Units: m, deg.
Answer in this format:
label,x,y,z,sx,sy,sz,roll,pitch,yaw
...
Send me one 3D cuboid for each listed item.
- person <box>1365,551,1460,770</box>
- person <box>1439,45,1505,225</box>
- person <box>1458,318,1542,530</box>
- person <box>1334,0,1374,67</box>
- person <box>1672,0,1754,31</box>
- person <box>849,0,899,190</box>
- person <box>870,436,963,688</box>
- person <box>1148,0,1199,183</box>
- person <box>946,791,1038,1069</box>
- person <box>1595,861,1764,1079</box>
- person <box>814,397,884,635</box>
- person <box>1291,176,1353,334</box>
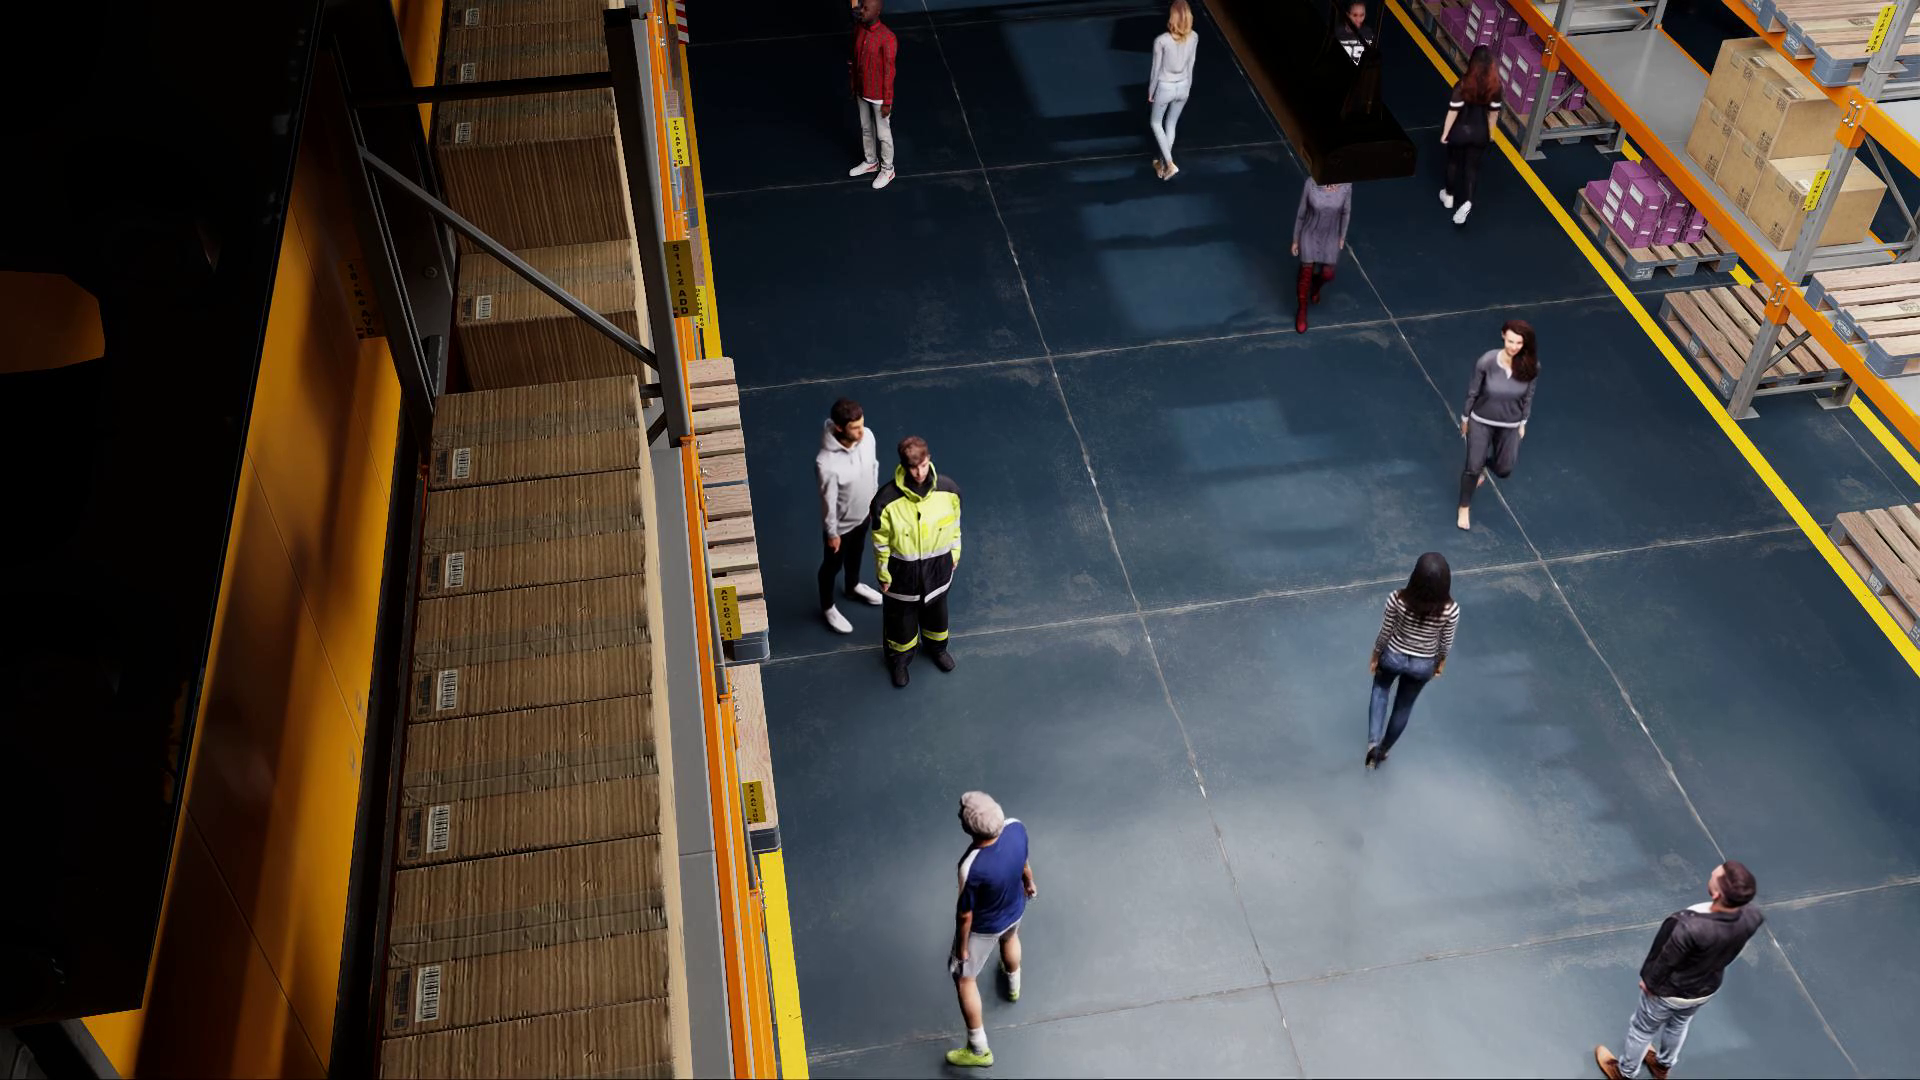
label,x,y,z,sx,sy,sz,roll,pitch,yaw
person,2.690,0.822,10.061,0.743,1.782,0.813,14,45,14
person,4.548,-3.575,14.795,0.738,1.619,1.027,-1,44,-1
person,3.810,-0.893,11.884,0.733,1.752,0.892,4,44,4
person,3.520,-4.238,15.419,0.655,1.718,0.676,-1,44,-1
person,8.244,-6.218,17.435,1.024,1.804,1.320,-23,48,-22
person,-0.789,-4.143,15.245,0.720,1.820,0.819,34,53,31
person,-0.273,0.112,10.661,0.823,1.983,0.729,-16,46,-16
person,1.956,-4.047,15.170,0.644,1.785,0.860,-11,45,-11
person,0.160,2.021,8.783,1.069,1.808,1.070,33,53,30
person,3.705,2.263,8.514,0.676,1.830,0.598,-14,45,-14
person,-0.776,-0.192,11.025,0.834,1.921,0.775,26,49,25
person,2.930,-2.512,13.619,0.705,1.701,0.801,5,44,5
